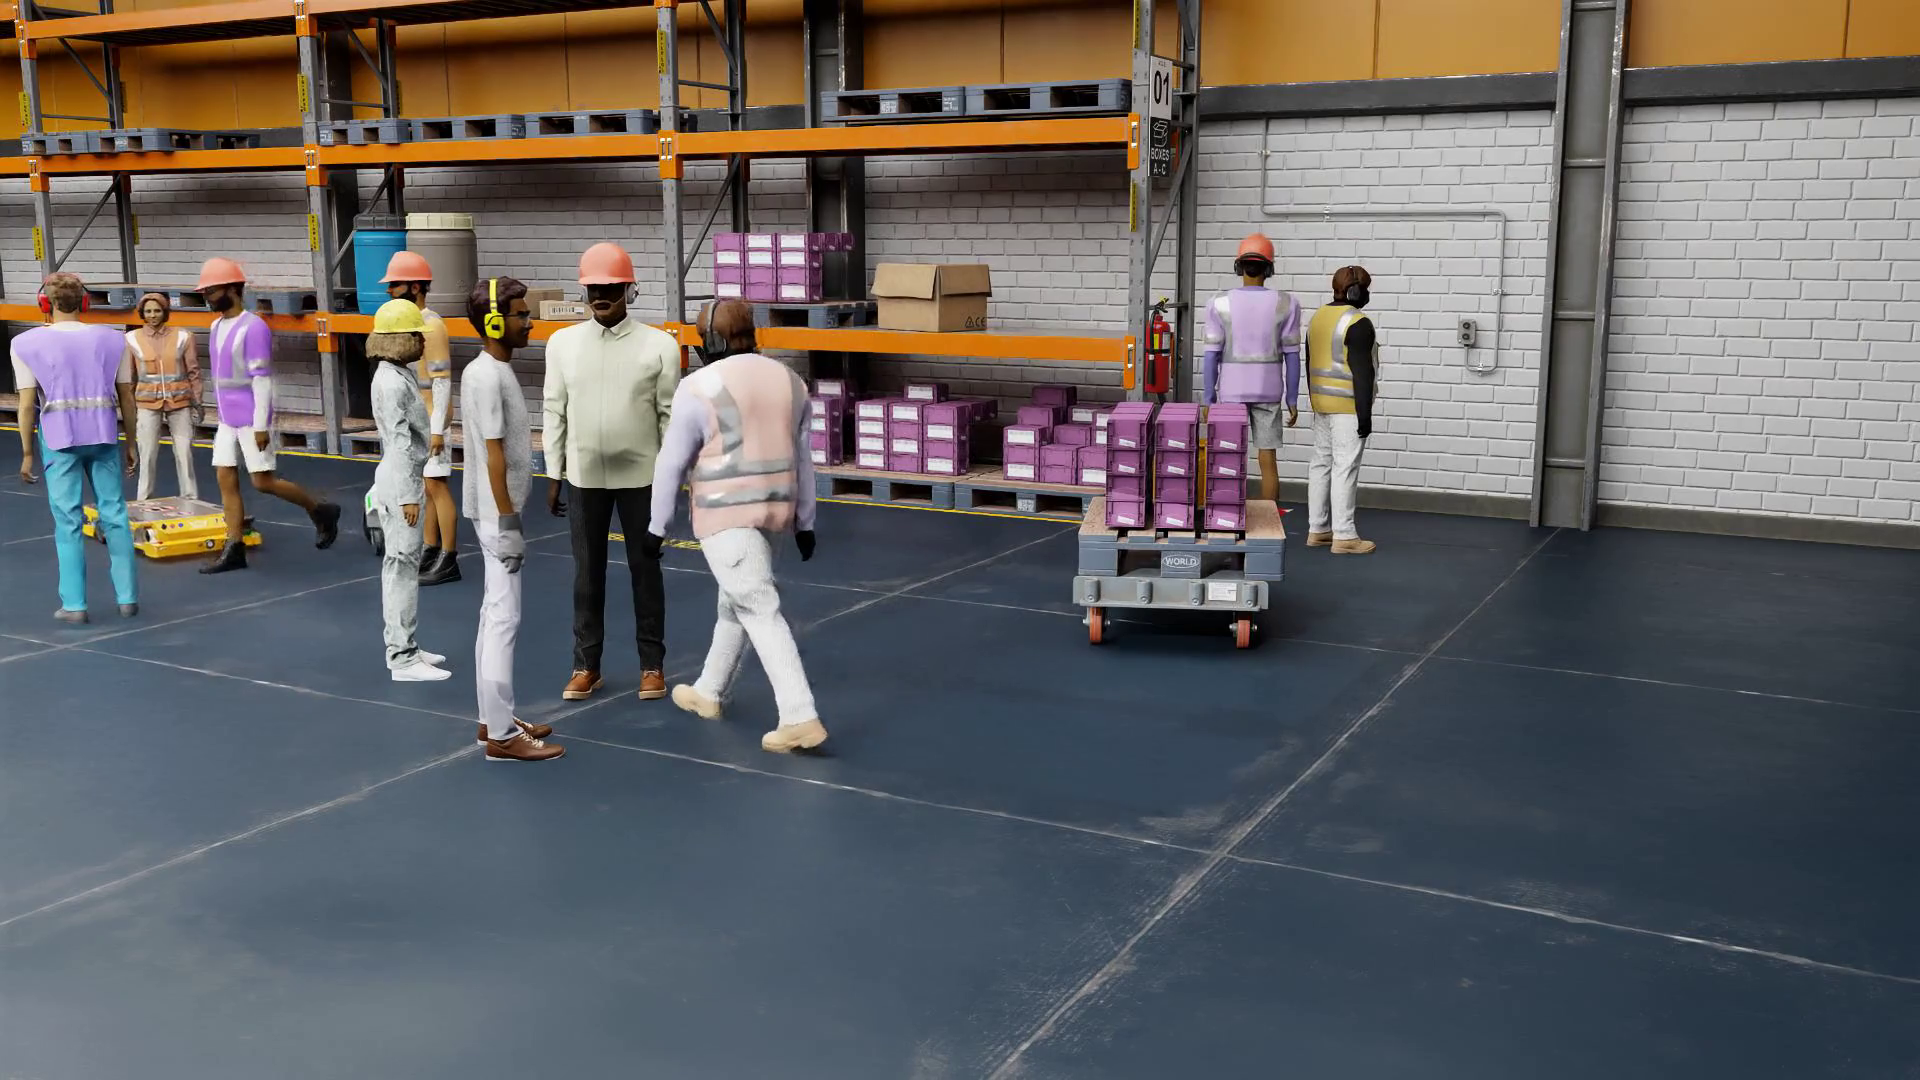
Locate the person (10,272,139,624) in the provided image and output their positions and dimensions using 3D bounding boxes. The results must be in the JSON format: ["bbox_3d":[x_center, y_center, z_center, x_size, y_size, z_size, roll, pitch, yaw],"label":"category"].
[{"bbox_3d":[-4.612,-0.477,8.729,0.572,1.840,0.373,-9,14,-42],"label":"person"}]

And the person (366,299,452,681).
[{"bbox_3d":[-2.532,-0.228,7.640,0.295,1.743,0.493,-4,11,-20],"label":"person"}]

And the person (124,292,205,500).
[{"bbox_3d":[-5.697,-0.947,11.893,0.525,1.632,0.318,-6,12,-29],"label":"person"}]

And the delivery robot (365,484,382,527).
[{"bbox_3d":[-3.671,-0.270,10.869,0.477,0.478,0.707,-2,11,-13],"label":"delivery robot"}]

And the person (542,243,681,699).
[{"bbox_3d":[-1.516,-0.289,7.281,0.612,1.995,0.376,0,10,-2],"label":"person"}]

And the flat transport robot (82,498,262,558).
[{"bbox_3d":[-5.248,-0.105,10.999,1.431,0.197,0.652,10,14,44],"label":"flat transport robot"}]

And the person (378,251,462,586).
[{"bbox_3d":[-3.148,-0.700,9.689,0.370,1.939,0.543,-8,13,-36],"label":"person"}]

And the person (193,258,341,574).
[{"bbox_3d":[-4.309,-0.770,10.205,0.553,1.907,0.821,7,12,33],"label":"person"}]

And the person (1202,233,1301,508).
[{"bbox_3d":[1.869,-0.935,10.694,0.615,2.040,0.391,2,10,9],"label":"person"}]

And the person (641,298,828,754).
[{"bbox_3d":[-0.870,-0.065,6.677,1.007,1.788,0.634,9,14,41],"label":"person"}]

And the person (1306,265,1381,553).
[{"bbox_3d":[2.477,-0.842,10.732,0.428,1.842,0.631,-4,11,-19],"label":"person"}]

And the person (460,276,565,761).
[{"bbox_3d":[-1.764,-0.079,6.473,0.326,1.874,0.519,-4,11,-19],"label":"person"}]
